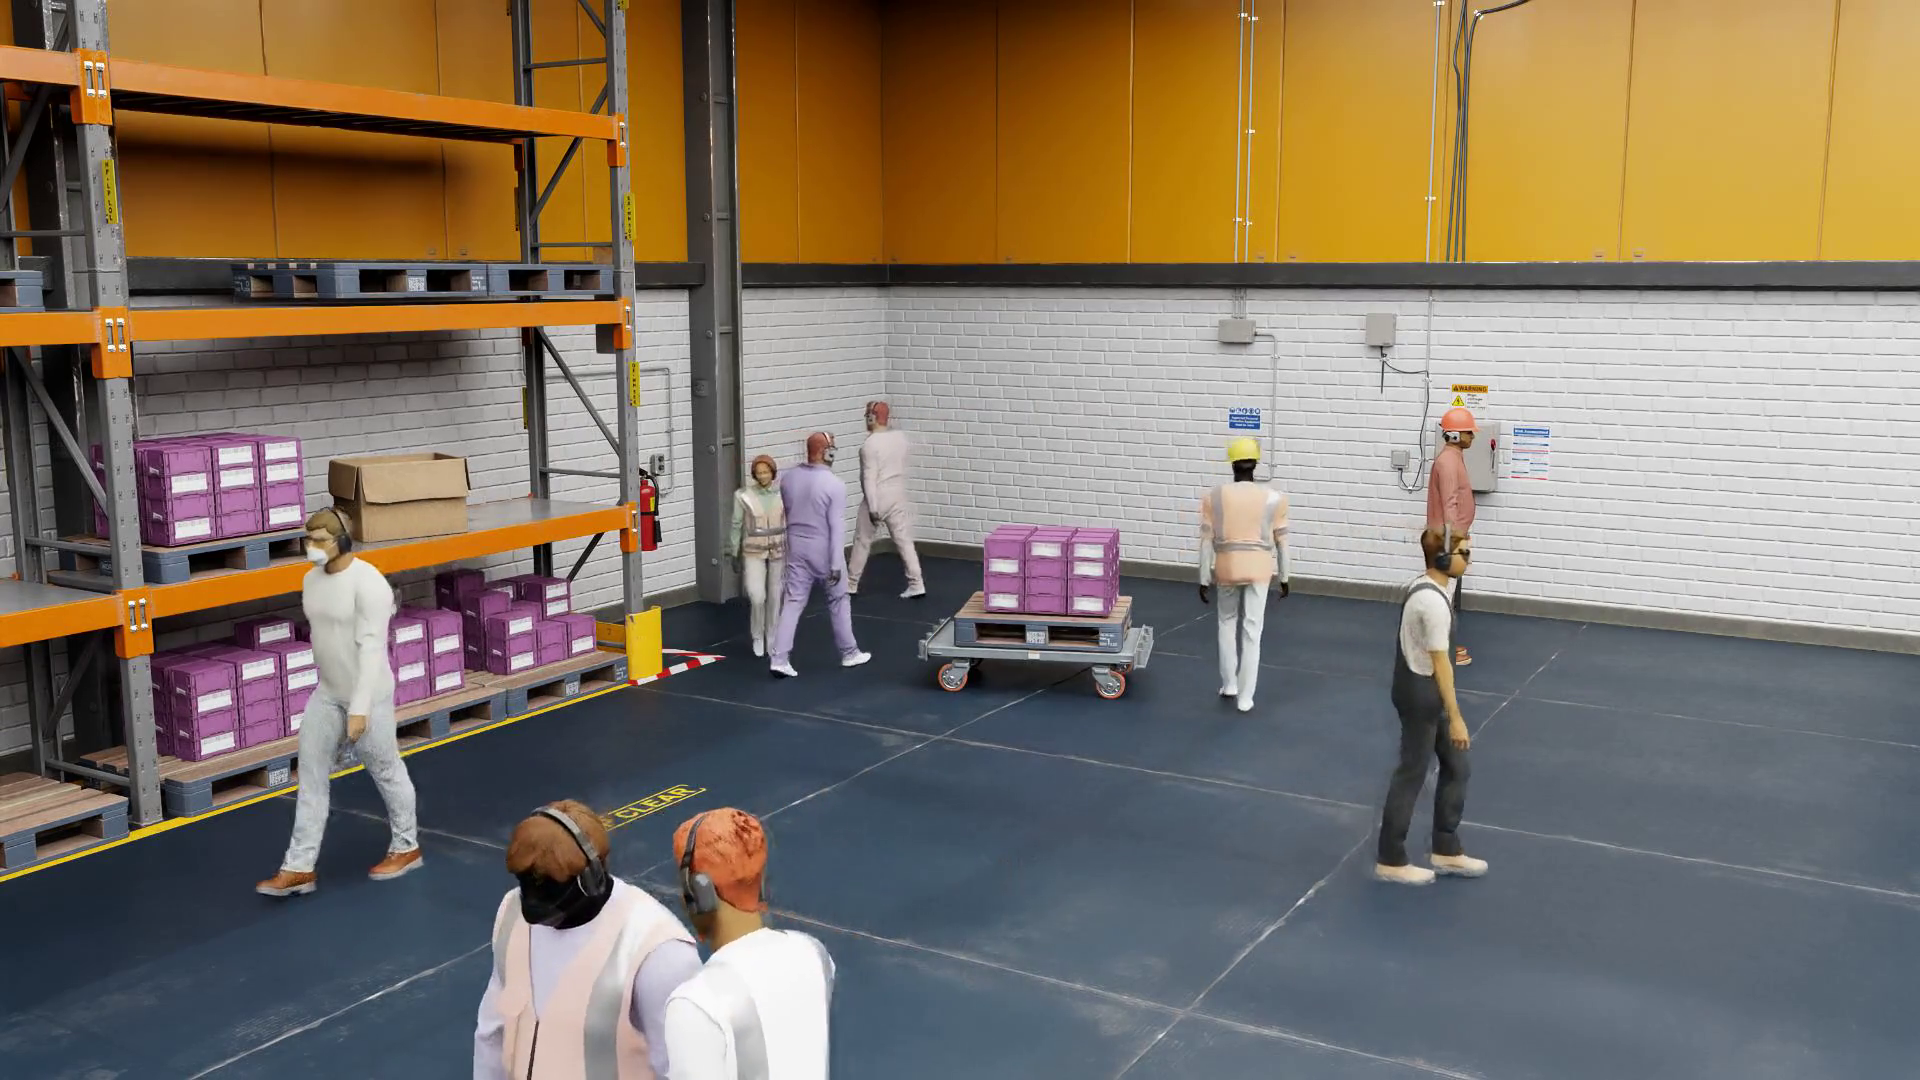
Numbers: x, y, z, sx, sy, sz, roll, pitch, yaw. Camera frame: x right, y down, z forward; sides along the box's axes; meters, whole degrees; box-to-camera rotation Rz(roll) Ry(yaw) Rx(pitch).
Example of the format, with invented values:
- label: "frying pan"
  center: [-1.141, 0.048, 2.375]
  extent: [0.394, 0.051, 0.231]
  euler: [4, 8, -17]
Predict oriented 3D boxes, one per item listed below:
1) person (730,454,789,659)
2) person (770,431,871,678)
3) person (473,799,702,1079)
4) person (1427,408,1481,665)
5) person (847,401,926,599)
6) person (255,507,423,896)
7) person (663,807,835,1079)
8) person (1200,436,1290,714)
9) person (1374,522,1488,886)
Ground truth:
- label: "person"
  center: [-1.507, 0.139, 13.021]
  extent: [0.546, 1.619, 0.408]
  euler: [-3, 10, -20]
- label: "person"
  center: [-1.093, 0.105, 12.553]
  extent: [0.651, 1.867, 0.980]
  euler: [6, 11, 32]
- label: "person"
  center: [-0.927, 1.494, 4.041]
  extent: [0.741, 1.795, 0.785]
  euler: [7, 11, 36]
- label: "person"
  center: [3.835, -0.037, 12.995]
  extent: [0.376, 1.995, 0.608]
  euler: [2, 9, 13]
- label: "person"
  center: [-0.733, -0.373, 15.544]
  extent: [1.010, 1.856, 0.643]
  euler: [8, 12, 40]
- label: "person"
  center: [-3.053, 0.797, 8.090]
  extent: [0.646, 1.899, 0.938]
  euler: [5, 11, 31]
- label: "person"
  center: [-0.486, 1.523, 3.691]
  extent: [0.457, 1.854, 0.637]
  euler: [5, 10, 27]
- label: "person"
  center: [1.992, 0.229, 11.620]
  extent: [0.623, 1.895, 0.709]
  euler: [2, 9, 12]
- label: "person"
  center: [2.384, 0.823, 8.142]
  extent: [0.698, 1.819, 0.536]
  euler: [2, 9, 15]
